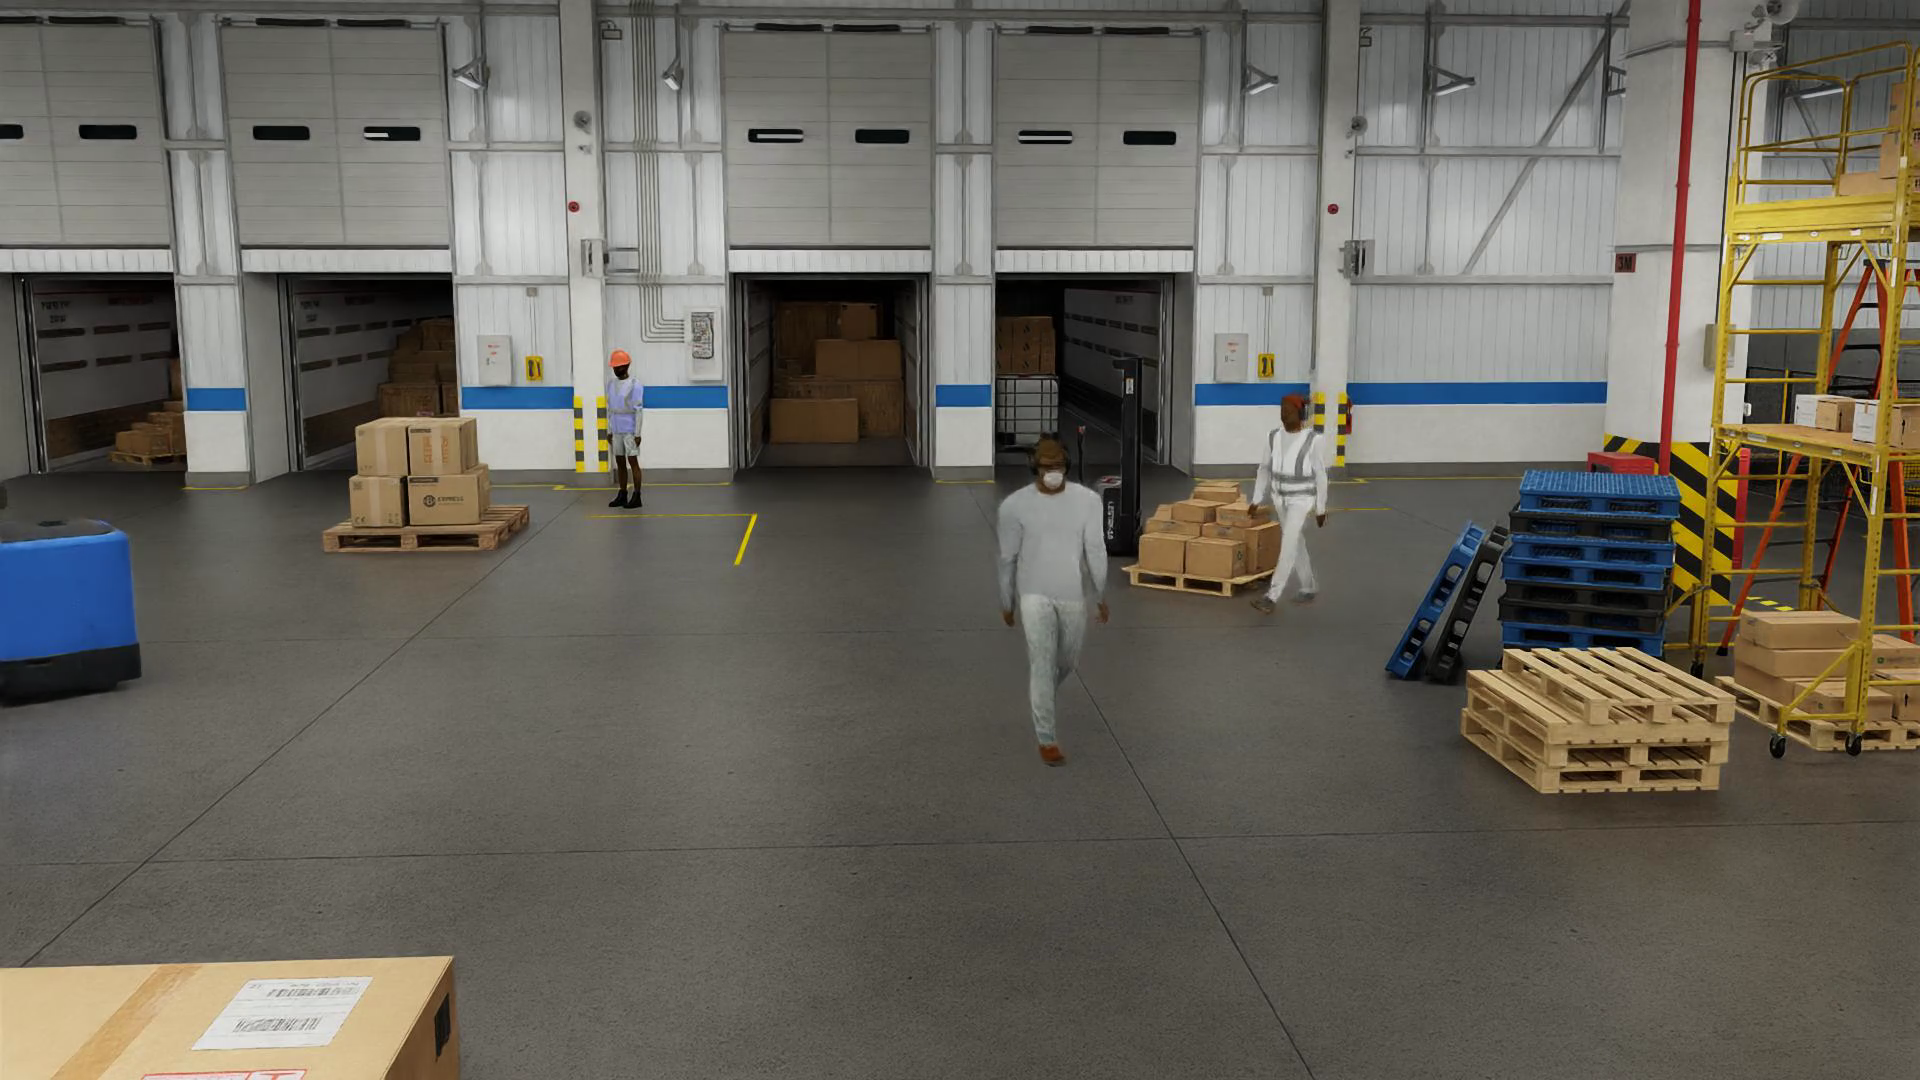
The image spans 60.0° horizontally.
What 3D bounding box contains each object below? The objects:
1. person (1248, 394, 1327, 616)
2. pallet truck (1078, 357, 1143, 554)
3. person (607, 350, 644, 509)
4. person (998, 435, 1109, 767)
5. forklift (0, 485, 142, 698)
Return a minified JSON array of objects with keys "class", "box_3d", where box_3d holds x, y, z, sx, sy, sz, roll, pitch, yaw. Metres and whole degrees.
[{"class":"person","box_3d":[2.738,-0.299,13.925,0.993,1.828,0.581,-7,11,-37]},{"class":"pallet truck","box_3d":[2.088,-0.836,16.757,1.885,1.965,0.823,2,9,13]},{"class":"person","box_3d":[-4.076,-1.340,20.153,0.543,1.929,0.385,6,11,34]},{"class":"person","box_3d":[0.514,0.314,9.836,0.633,1.910,0.852,-2,9,-14]},{"class":"forklift","box_3d":[-6.622,-0.356,10.983,1.873,2.768,1.129,-7,11,-38]}]
